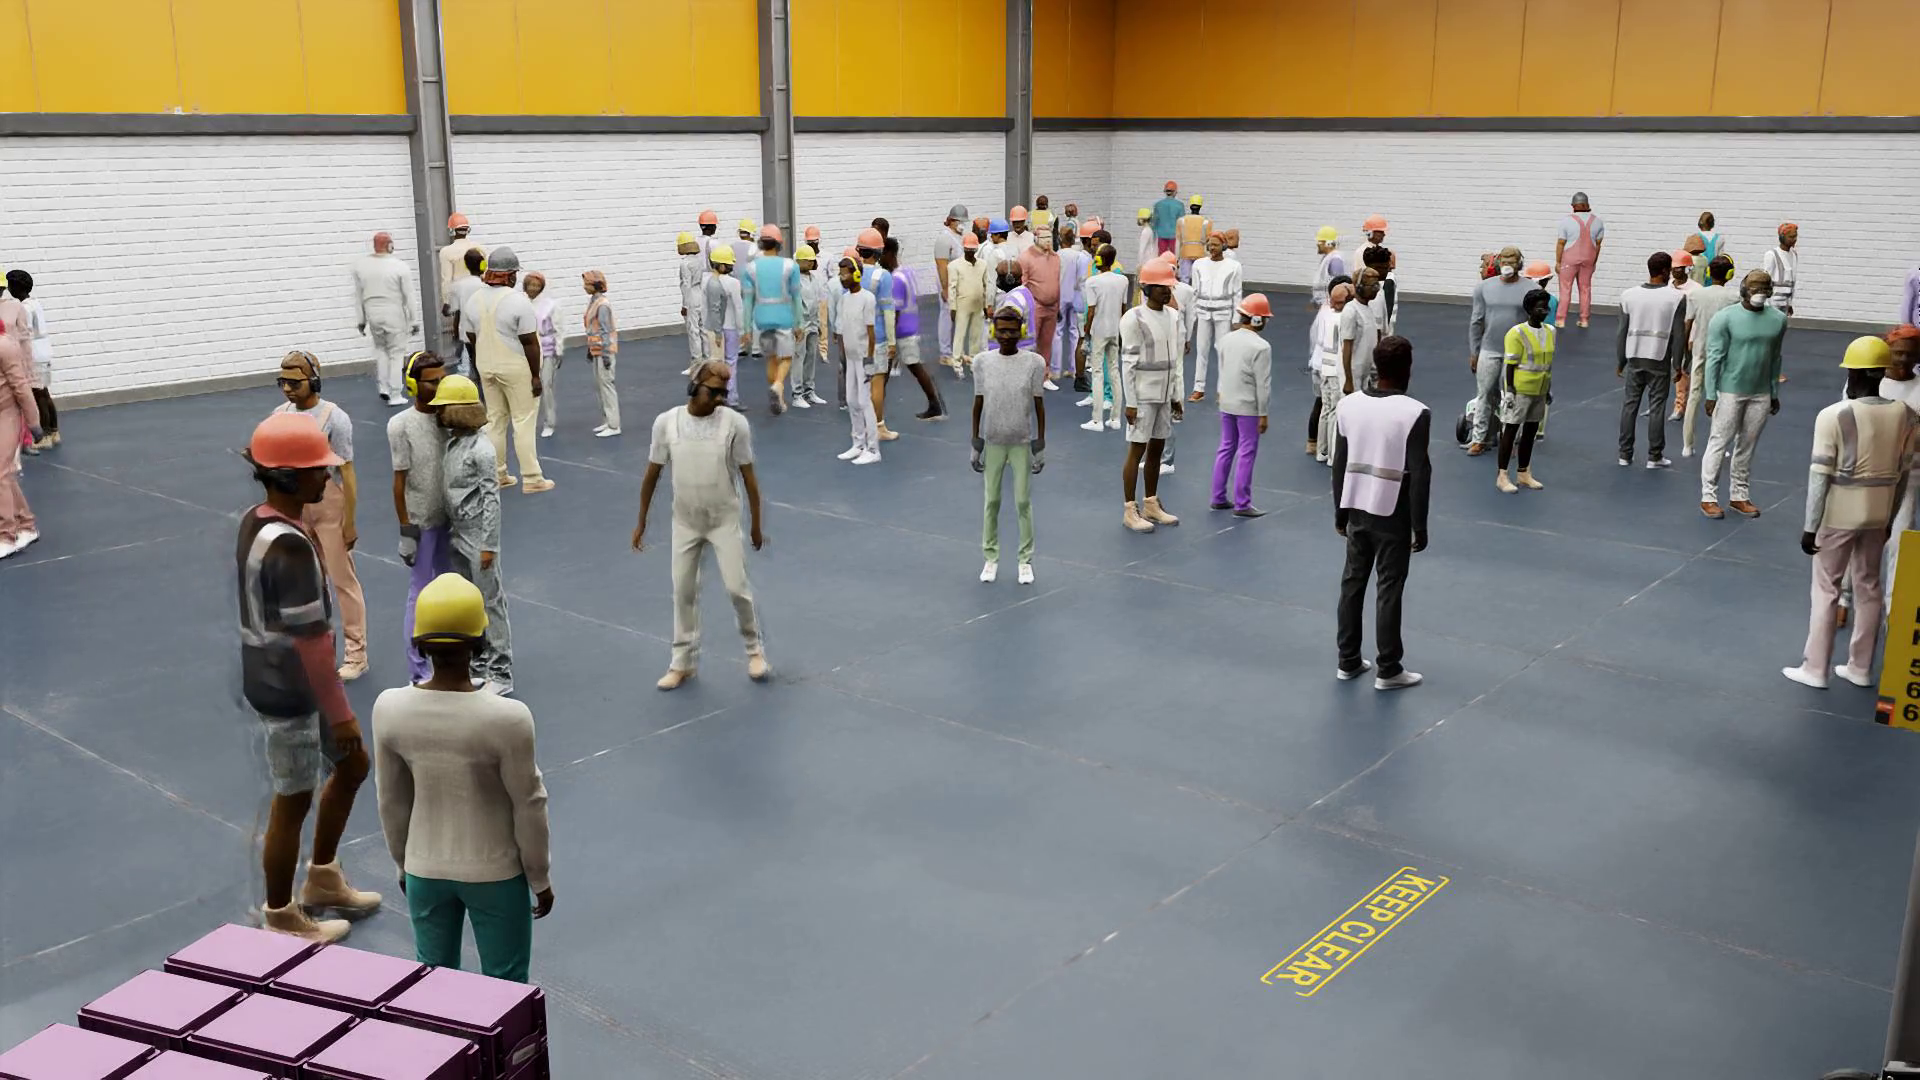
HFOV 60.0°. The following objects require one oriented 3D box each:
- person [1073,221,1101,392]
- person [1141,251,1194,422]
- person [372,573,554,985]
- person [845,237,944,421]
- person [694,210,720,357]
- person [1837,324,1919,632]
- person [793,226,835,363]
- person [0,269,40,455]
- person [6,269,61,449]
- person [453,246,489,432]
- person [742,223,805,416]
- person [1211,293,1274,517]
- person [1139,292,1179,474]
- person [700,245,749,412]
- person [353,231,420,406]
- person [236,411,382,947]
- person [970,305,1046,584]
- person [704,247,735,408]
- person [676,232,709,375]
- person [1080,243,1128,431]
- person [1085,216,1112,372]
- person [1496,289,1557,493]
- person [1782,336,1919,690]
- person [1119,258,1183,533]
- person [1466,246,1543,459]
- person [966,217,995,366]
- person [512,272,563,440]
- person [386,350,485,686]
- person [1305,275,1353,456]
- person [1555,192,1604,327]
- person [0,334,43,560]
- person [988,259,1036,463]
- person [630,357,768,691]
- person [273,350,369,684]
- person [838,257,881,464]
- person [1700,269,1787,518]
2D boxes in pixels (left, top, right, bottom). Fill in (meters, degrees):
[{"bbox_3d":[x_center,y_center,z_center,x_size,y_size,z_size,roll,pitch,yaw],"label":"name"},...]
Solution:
[{"bbox_3d":[1.471,-2.665,19.032,0.357,1.937,0.551,0,14,2],"label":"person"},{"bbox_3d":[2.109,-2.071,17.031,0.560,1.752,0.324,-1,14,-6],"label":"person"},{"bbox_3d":[-1.439,0.961,4.886,0.527,1.772,0.301,3,14,12],"label":"person"},{"bbox_3d":[-0.646,-2.155,17.074,1.052,1.900,0.642,-1,14,-2],"label":"person"},{"bbox_3d":[-3.226,-3.272,21.457,0.543,1.939,0.356,12,18,40],"label":"person"},{"bbox_3d":[5.547,-0.355,9.951,0.589,1.873,0.367,8,16,29],"label":"person"},{"bbox_3d":[-1.874,-3.132,21.273,0.559,1.752,0.325,-2,14,-6],"label":"person"},{"bbox_3d":[-8.760,-1.619,15.222,0.526,1.761,0.344,-13,19,-42],"label":"person"},{"bbox_3d":[-8.756,-1.708,15.722,0.320,1.687,0.539,-4,15,-15],"label":"person"},{"bbox_3d":[-4.757,-1.921,16.246,0.513,1.851,0.753,5,15,20],"label":"person"},{"bbox_3d":[-1.940,-2.247,17.205,0.642,2.013,0.739,1,14,5],"label":"person"},{"bbox_3d":[2.244,-1.053,12.996,0.378,1.741,0.575,-8,16,-28],"label":"person"},{"bbox_3d":[1.752,-1.392,14.560,0.279,1.634,0.499,-2,14,-9],"label":"person"},{"bbox_3d":[-2.503,-2.240,17.698,0.533,1.760,0.329,8,16,29],"label":"person"},{"bbox_3d":[-6.201,-2.413,18.122,0.667,1.887,0.541,2,14,8],"label":"person"},{"bbox_3d":[-2.362,0.536,6.068,0.616,2.022,0.609,-7,15,-24],"label":"person"},{"bbox_3d":[0.320,-0.629,11.060,0.511,1.862,0.328,2,14,9],"label":"person"},{"bbox_3d":[-2.539,-2.225,17.656,0.340,1.753,0.531,-1,14,-4],"label":"person"},{"bbox_3d":[-3.295,-2.894,20.360,0.334,1.733,0.489,4,15,17],"label":"person"},{"bbox_3d":[1.434,-2.019,16.595,0.531,1.867,0.317,-8,16,-29],"label":"person"},{"bbox_3d":[1.651,-3.037,20.581,0.407,1.910,0.639,-6,15,-22],"label":"person"},{"bbox_3d":[4.721,-1.238,13.817,0.539,1.695,0.318,-8,16,-28],"label":"person"},{"bbox_3d":[4.807,-0.137,8.979,0.596,1.917,0.400,-3,14,-11],"label":"person"},{"bbox_3d":[1.460,-1.088,12.515,0.604,2.044,0.375,-14,19,-43],"label":"person"},{"bbox_3d":[4.981,-1.714,15.229,0.629,1.940,0.376,6,15,24],"label":"person"},{"bbox_3d":[0.275,-3.079,20.802,0.356,1.883,0.574,-2,14,-8],"label":"person"},{"bbox_3d":[-4.120,-1.755,16.057,0.544,1.606,0.634,-1,14,-4],"label":"person"},{"bbox_3d":[-2.790,-0.080,8.840,0.330,1.872,0.512,5,15,21],"label":"person"},{"bbox_3d":[3.385,-1.565,15.153,0.327,1.689,0.538,-2,14,-7],"label":"person"},{"bbox_3d":[9.287,-4.232,25.087,0.683,2.000,0.535,-1,14,-4],"label":"person"},{"bbox_3d":[-6.898,-0.789,11.713,0.662,1.849,0.796,2,14,7],"label":"person"},{"bbox_3d":[0.464,-1.608,15.033,0.428,1.837,0.623,3,14,13],"label":"person"},{"bbox_3d":[-1.418,-0.097,9.021,0.687,1.825,0.469,1,14,6],"label":"person"},{"bbox_3d":[-3.509,-0.127,9.096,0.505,1.838,0.339,6,15,24],"label":"person"},{"bbox_3d":[-0.921,-1.621,15.032,0.323,1.855,0.531,-9,17,-33],"label":"person"},{"bbox_3d":[6.069,-1.130,12.900,0.637,1.936,0.355,-2,14,-10],"label":"person"}]
